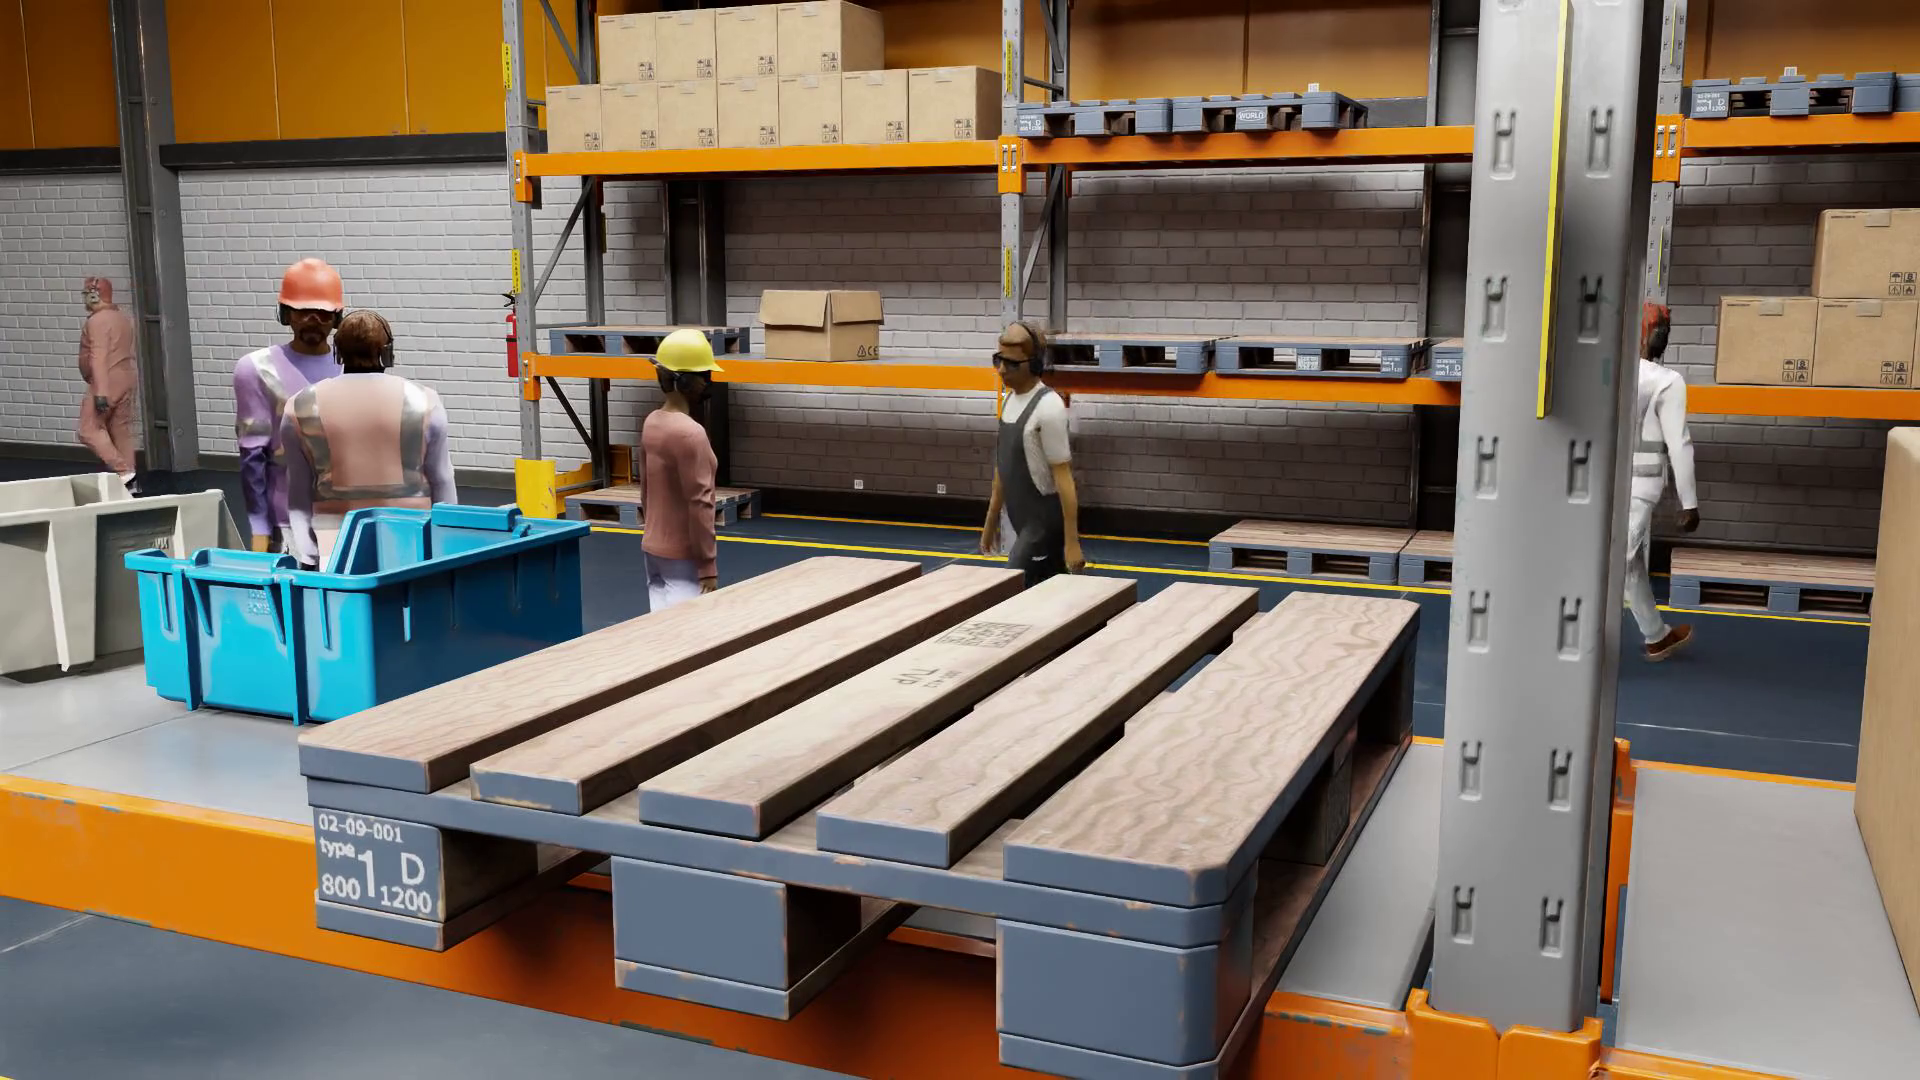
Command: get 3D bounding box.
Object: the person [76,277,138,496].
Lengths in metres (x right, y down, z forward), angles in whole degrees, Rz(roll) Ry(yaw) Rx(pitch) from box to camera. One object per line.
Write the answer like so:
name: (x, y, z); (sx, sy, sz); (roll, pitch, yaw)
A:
person: (-7.337, -1.297, 14.270); (0.431, 1.894, 0.675); (-1, 10, -5)

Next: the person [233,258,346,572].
person: (-2.578, -0.105, 6.716); (0.394, 2.037, 0.605); (8, 12, 40)

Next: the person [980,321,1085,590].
person: (0.300, -0.049, 7.163); (0.994, 1.789, 0.553); (-2, 10, -13)

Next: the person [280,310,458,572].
person: (-2.271, 0.033, 6.475); (0.624, 1.844, 0.429); (-2, 10, -13)

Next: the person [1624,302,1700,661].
person: (3.340, -0.245, 8.166); (0.980, 1.829, 0.612); (-4, 10, -24)

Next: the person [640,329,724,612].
person: (-1.068, 0.065, 6.509); (0.325, 1.767, 0.533); (-6, 11, -31)
